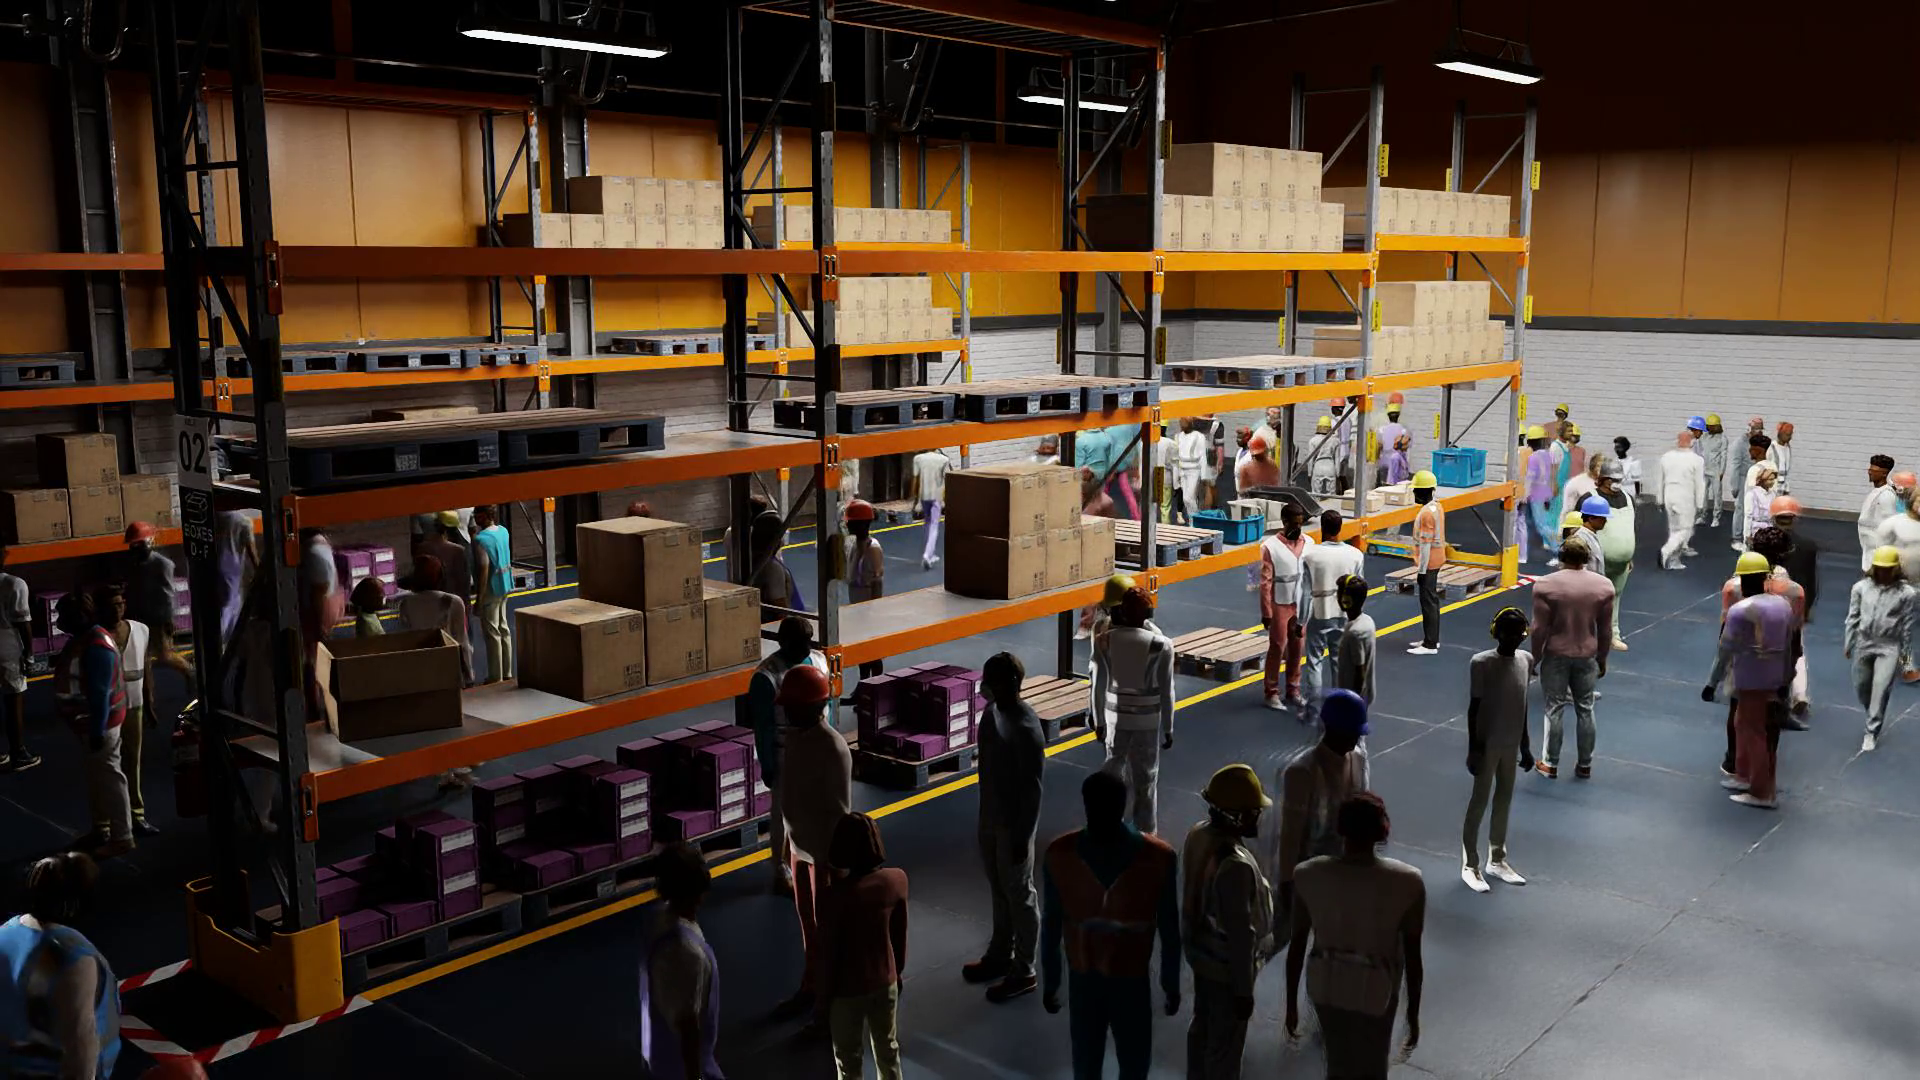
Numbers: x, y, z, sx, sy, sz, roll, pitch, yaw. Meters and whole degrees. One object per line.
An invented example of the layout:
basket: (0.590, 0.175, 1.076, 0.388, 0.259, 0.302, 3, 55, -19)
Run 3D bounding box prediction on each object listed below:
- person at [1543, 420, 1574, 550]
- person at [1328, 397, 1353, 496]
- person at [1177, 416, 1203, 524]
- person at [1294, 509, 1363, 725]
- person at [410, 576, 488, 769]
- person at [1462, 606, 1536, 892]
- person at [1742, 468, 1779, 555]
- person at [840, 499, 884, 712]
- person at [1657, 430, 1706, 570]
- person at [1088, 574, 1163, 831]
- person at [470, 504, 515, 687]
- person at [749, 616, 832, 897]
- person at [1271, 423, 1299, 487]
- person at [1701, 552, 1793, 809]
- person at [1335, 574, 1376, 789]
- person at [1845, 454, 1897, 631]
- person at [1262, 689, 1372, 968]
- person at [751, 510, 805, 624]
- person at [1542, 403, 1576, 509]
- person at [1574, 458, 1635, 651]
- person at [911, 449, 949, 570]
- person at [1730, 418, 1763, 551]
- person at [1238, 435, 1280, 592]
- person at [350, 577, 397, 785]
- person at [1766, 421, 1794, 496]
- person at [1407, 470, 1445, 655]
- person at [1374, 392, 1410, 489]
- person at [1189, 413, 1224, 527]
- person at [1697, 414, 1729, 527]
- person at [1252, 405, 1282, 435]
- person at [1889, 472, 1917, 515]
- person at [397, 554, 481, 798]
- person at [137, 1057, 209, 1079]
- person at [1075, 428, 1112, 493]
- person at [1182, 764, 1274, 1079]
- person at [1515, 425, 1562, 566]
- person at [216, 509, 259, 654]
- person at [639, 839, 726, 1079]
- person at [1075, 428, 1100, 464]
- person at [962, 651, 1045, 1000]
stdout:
person: (8.466, -0.775, 23.518, 0.343, 1.839, 0.504, 6, 11, 33)
person: (6.038, -1.348, 26.638, 0.544, 1.939, 0.372, -9, 13, -44)
person: (3.577, -1.085, 25.812, 0.533, 1.694, 0.319, -2, 10, -13)
person: (3.241, 0.684, 14.608, 0.598, 1.908, 0.402, -3, 10, -15)
person: (-4.134, 1.055, 13.145, 0.592, 1.635, 0.853, 5, 11, 29)
person: (3.510, 1.342, 10.802, 0.517, 1.865, 0.328, -4, 10, -22)
person: (9.500, -0.042, 19.762, 0.517, 1.632, 0.313, -4, 10, -22)
person: (-0.886, 0.592, 15.055, 0.373, 1.939, 0.545, -4, 10, -25)
person: (9.383, -0.499, 21.762, 0.653, 1.876, 0.686, -5, 11, -29)
person: (1.142, 1.176, 11.649, 0.589, 1.916, 0.400, 8, 12, 39)
person: (-4.446, 0.513, 15.802, 0.390, 1.846, 0.565, 1, 10, 7)
person: (-1.053, 1.377, 10.709, 0.429, 1.831, 0.632, 8, 12, 39)
person: (4.795, -0.893, 24.663, 0.533, 1.694, 0.320, -7, 12, -34)
person: (5.914, 1.040, 12.496, 0.614, 1.889, 0.668, -5, 11, -30)
person: (2.793, 1.167, 11.856, 0.327, 1.863, 0.514, 3, 10, 19)
person: (10.089, 0.027, 18.342, 0.364, 1.966, 0.609, 3, 10, 16)
person: (1.791, 1.666, 8.777, 0.641, 1.908, 0.874, -9, 13, -43)
person: (-1.544, 0.757, 13.768, 0.539, 2.000, 0.689, -6, 11, -32)
person: (9.829, -1.369, 27.320, 0.534, 1.756, 0.342, 6, 11, 33)
person: (6.767, 0.159, 17.334, 0.682, 2.000, 0.537, -3, 10, -17)
person: (-0.395, -0.539, 22.137, 0.538, 1.842, 0.888, 3, 10, 16)
person: (11.127, -0.781, 23.401, 0.658, 1.893, 0.400, -3, 10, -20)
person: (3.789, -0.330, 20.550, 0.785, 1.953, 0.433, -3, 10, -20)
person: (-4.571, 1.093, 12.972, 0.286, 1.633, 0.497, -4, 10, -21)
person: (11.319, -0.722, 23.107, 0.592, 1.872, 0.388, -7, 12, -35)
person: (4.829, 0.231, 17.290, 0.410, 1.918, 0.585, 4, 10, 21)
person: (7.119, -1.474, 27.428, 0.599, 1.919, 1.119, -3, 10, -18)
person: (3.754, -1.188, 25.431, 0.611, 2.030, 0.410, 5, 11, 28)
person: (11.551, -1.071, 25.602, 0.346, 1.738, 0.485, -6, 11, -33)
person: (4.835, -1.176, 25.819, 0.632, 1.887, 1.012, 0, 10, 0)
person: (10.492, 0.090, 18.654, 0.355, 1.737, 0.576, 4, 10, 24)
person: (-3.934, 1.029, 12.686, 0.644, 1.857, 0.478, 3, 10, 16)
person: (-2.384, 2.399, 4.899, 0.591, 1.724, 0.603, 2, 10, 13)
person: (1.871, -0.875, 23.931, 0.639, 1.903, 0.407, -7, 12, -37)
person: (1.215, 1.902, 7.549, 0.404, 1.830, 0.601, -2, 10, -11)
person: (7.770, -0.599, 22.332, 0.924, 1.885, 0.583, 6, 11, 31)
person: (-7.471, 0.327, 17.074, 0.538, 1.788, 0.736, 4, 10, 22)
person: (-1.102, 2.074, 6.612, 0.755, 1.799, 0.516, -5, 11, -25)
person: (2.026, -1.329, 27.058, 0.525, 1.760, 0.340, 1, 10, 8)
person: (0.256, 1.565, 9.245, 0.372, 1.940, 0.630, -4, 10, -22)
